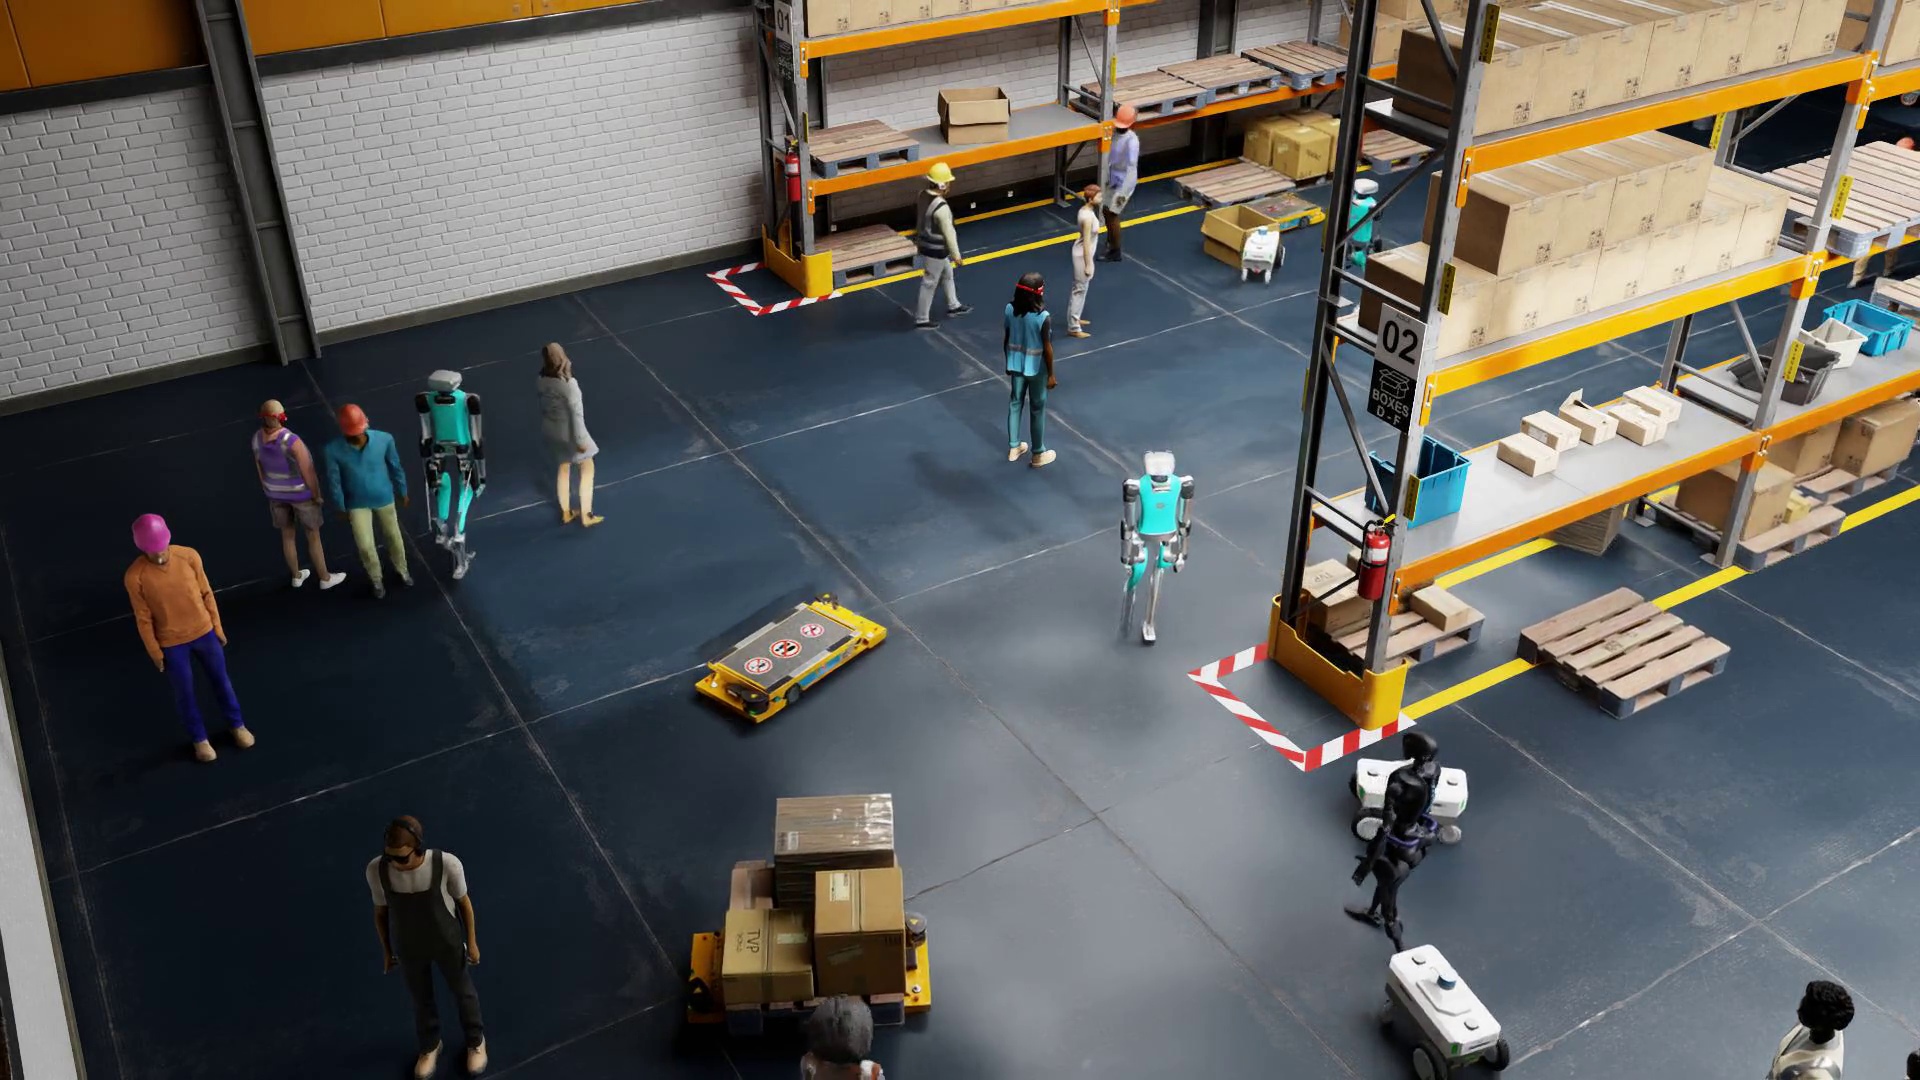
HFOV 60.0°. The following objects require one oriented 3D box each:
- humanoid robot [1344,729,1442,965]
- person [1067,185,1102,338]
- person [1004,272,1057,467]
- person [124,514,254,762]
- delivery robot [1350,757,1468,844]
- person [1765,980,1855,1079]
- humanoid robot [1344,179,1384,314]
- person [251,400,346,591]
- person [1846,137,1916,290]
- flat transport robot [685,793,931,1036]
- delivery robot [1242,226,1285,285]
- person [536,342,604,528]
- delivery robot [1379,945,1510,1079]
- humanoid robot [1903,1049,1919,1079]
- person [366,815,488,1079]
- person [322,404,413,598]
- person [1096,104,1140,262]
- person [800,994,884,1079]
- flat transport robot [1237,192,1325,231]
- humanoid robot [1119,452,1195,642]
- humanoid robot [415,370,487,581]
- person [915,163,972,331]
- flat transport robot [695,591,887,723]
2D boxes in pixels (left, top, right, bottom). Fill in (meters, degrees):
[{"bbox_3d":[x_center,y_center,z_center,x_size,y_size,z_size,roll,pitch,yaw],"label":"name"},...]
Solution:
[{"bbox_3d":[2.586,1.811,9.901,0.603,1.641,0.624,-27,41,-36],"label":"humanoid robot"},{"bbox_3d":[1.309,-2.938,17.474,0.315,1.649,0.458,1,32,2],"label":"person"},{"bbox_3d":[0.622,-1.537,15.033,0.521,1.866,0.391,20,37,29],"label":"person"},{"bbox_3d":[-5.340,0.657,11.440,0.517,1.973,0.401,-24,39,-33],"label":"person"},{"bbox_3d":[2.989,1.692,11.089,0.745,0.565,0.499,6,33,9],"label":"delivery robot"},{"bbox_3d":[4.121,2.828,8.233,0.320,1.692,0.533,14,35,21],"label":"person"},{"bbox_3d":[4.386,-3.011,17.551,1.022,1.751,0.531,-20,37,-28],"label":"humanoid robot"},{"bbox_3d":[-5.335,-0.347,13.295,0.478,1.693,0.348,6,33,10],"label":"person"},{"bbox_3d":[10.384,-3.674,18.568,0.737,1.730,0.577,-27,41,-35],"label":"person"},{"bbox_3d":[-0.904,2.563,9.996,1.431,0.231,0.659,-2,32,-3],"label":"flat transport robot"},{"bbox_3d":[3.454,-3.304,19.092,0.499,0.603,0.807,8,33,13],"label":"delivery robot"},{"bbox_3d":[-3.376,-0.901,14.222,0.549,1.630,0.393,16,35,24],"label":"person"},{"bbox_3d":[2.750,2.724,9.488,0.524,0.614,0.786,-11,34,-17],"label":"delivery robot"},{"bbox_3d":[4.323,3.075,7.736,0.690,1.731,0.530,-14,35,-21],"label":"humanoid robot"},{"bbox_3d":[-2.895,2.210,9.078,0.511,1.842,0.325,-3,32,-5],"label":"person"},{"bbox_3d":[-4.680,-0.324,13.233,0.591,1.725,0.528,-15,35,-23],"label":"person"},{"bbox_3d":[1.817,-4.091,19.088,0.408,1.893,0.573,-11,34,-17],"label":"person"},{"bbox_3d":[-0.555,2.864,8.217,0.440,1.633,0.893,4,32,7],"label":"person"},{"bbox_3d":[3.771,-3.951,20.386,1.431,0.231,0.659,-21,38,-29],"label":"flat transport robot"},{"bbox_3d":[1.440,0.067,12.693,0.541,1.882,0.741,-2,32,-4],"label":"humanoid robot"},{"bbox_3d":[-4.104,-0.413,13.379,0.542,1.777,0.836,1,32,2],"label":"humanoid robot"},{"bbox_3d":[-0.150,-3.097,17.588,0.831,1.799,0.613,-10,33,-15],"label":"person"},{"bbox_3d":[-1.274,0.876,12.688,0.659,0.231,1.431,23,39,32],"label":"flat transport robot"}]
